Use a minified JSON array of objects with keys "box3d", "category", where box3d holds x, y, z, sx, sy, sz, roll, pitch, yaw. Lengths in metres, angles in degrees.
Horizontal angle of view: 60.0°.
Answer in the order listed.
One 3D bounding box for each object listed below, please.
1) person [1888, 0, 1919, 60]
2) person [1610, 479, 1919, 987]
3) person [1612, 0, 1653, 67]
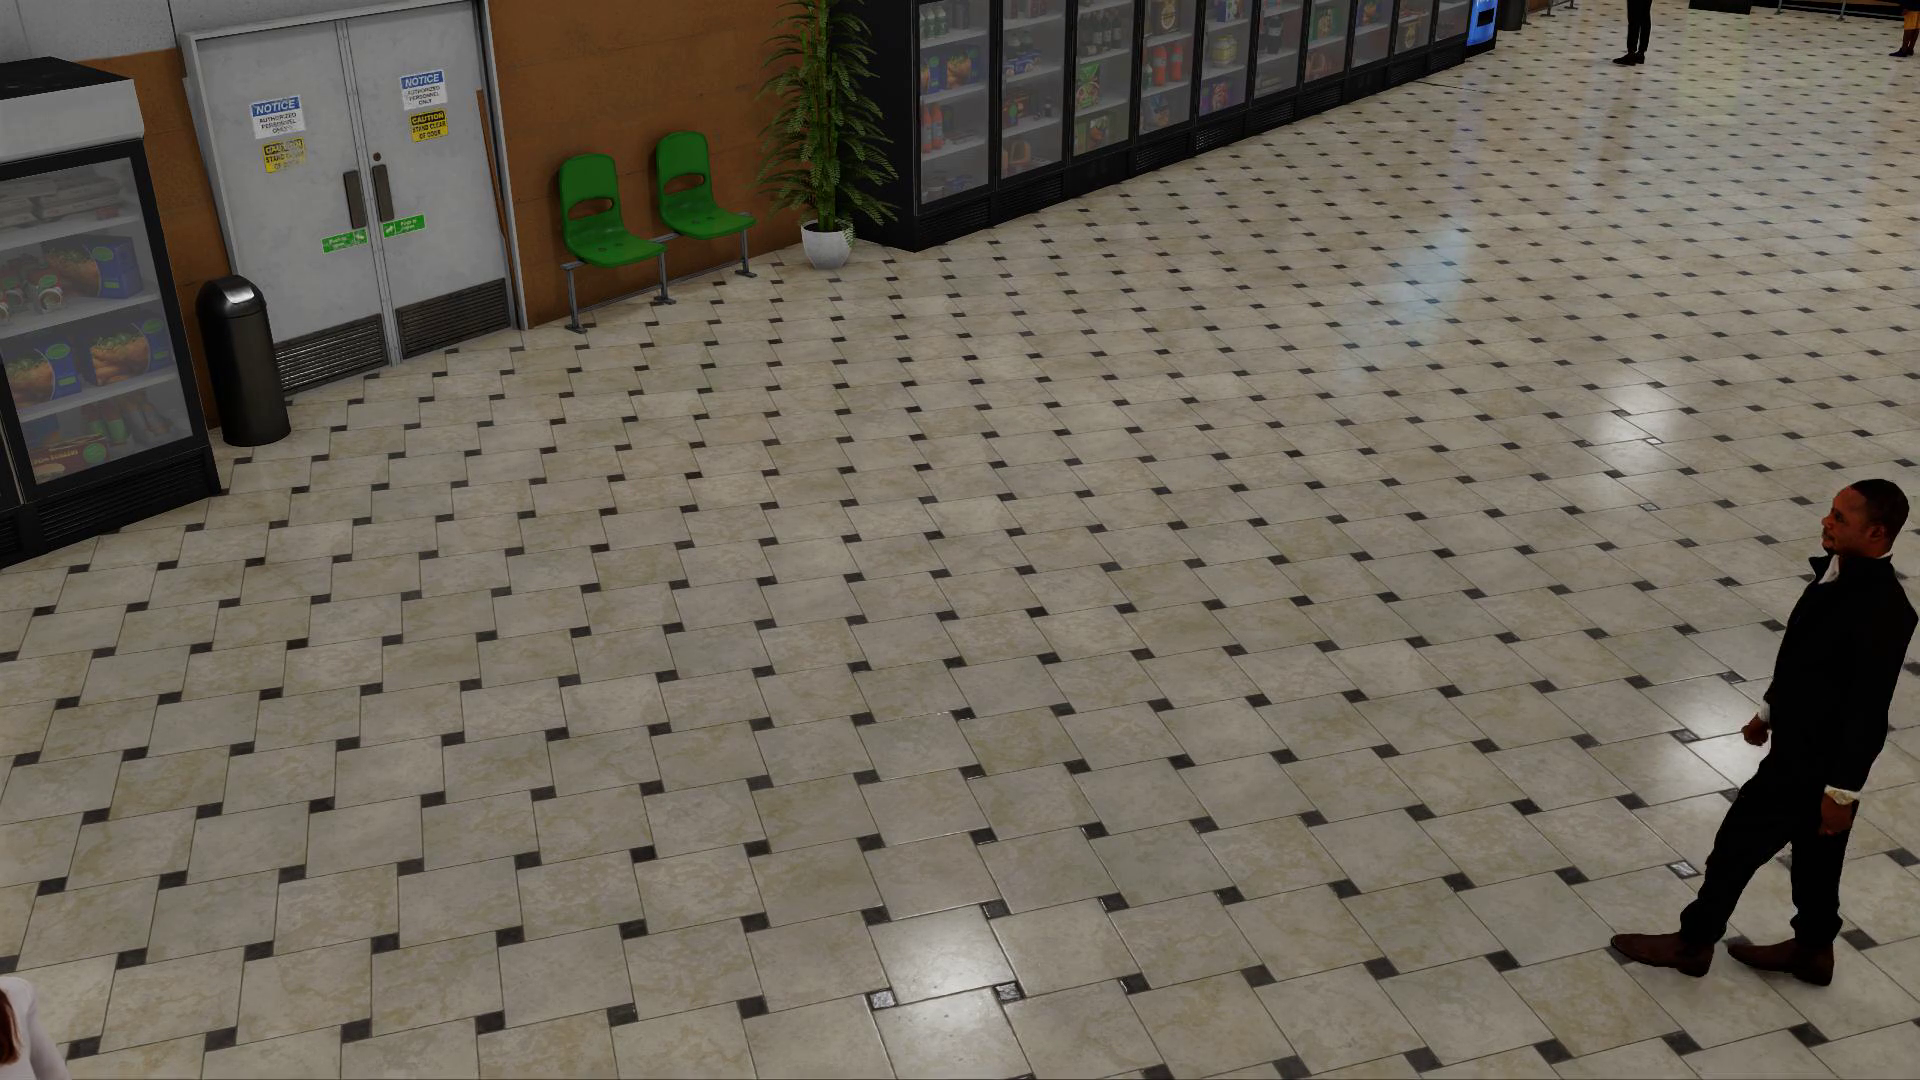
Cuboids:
[{"box3d":[11.763,-6.591,20.453,0.571,1.272,0.597,-17,31,-29],"category":"person"},{"box3d":[2.887,0.695,5.410,1.099,1.882,0.943,9,28,16],"category":"person"},{"box3d":[8.208,-6.660,19.984,0.724,1.819,0.652,-16,31,-29],"category":"person"}]
